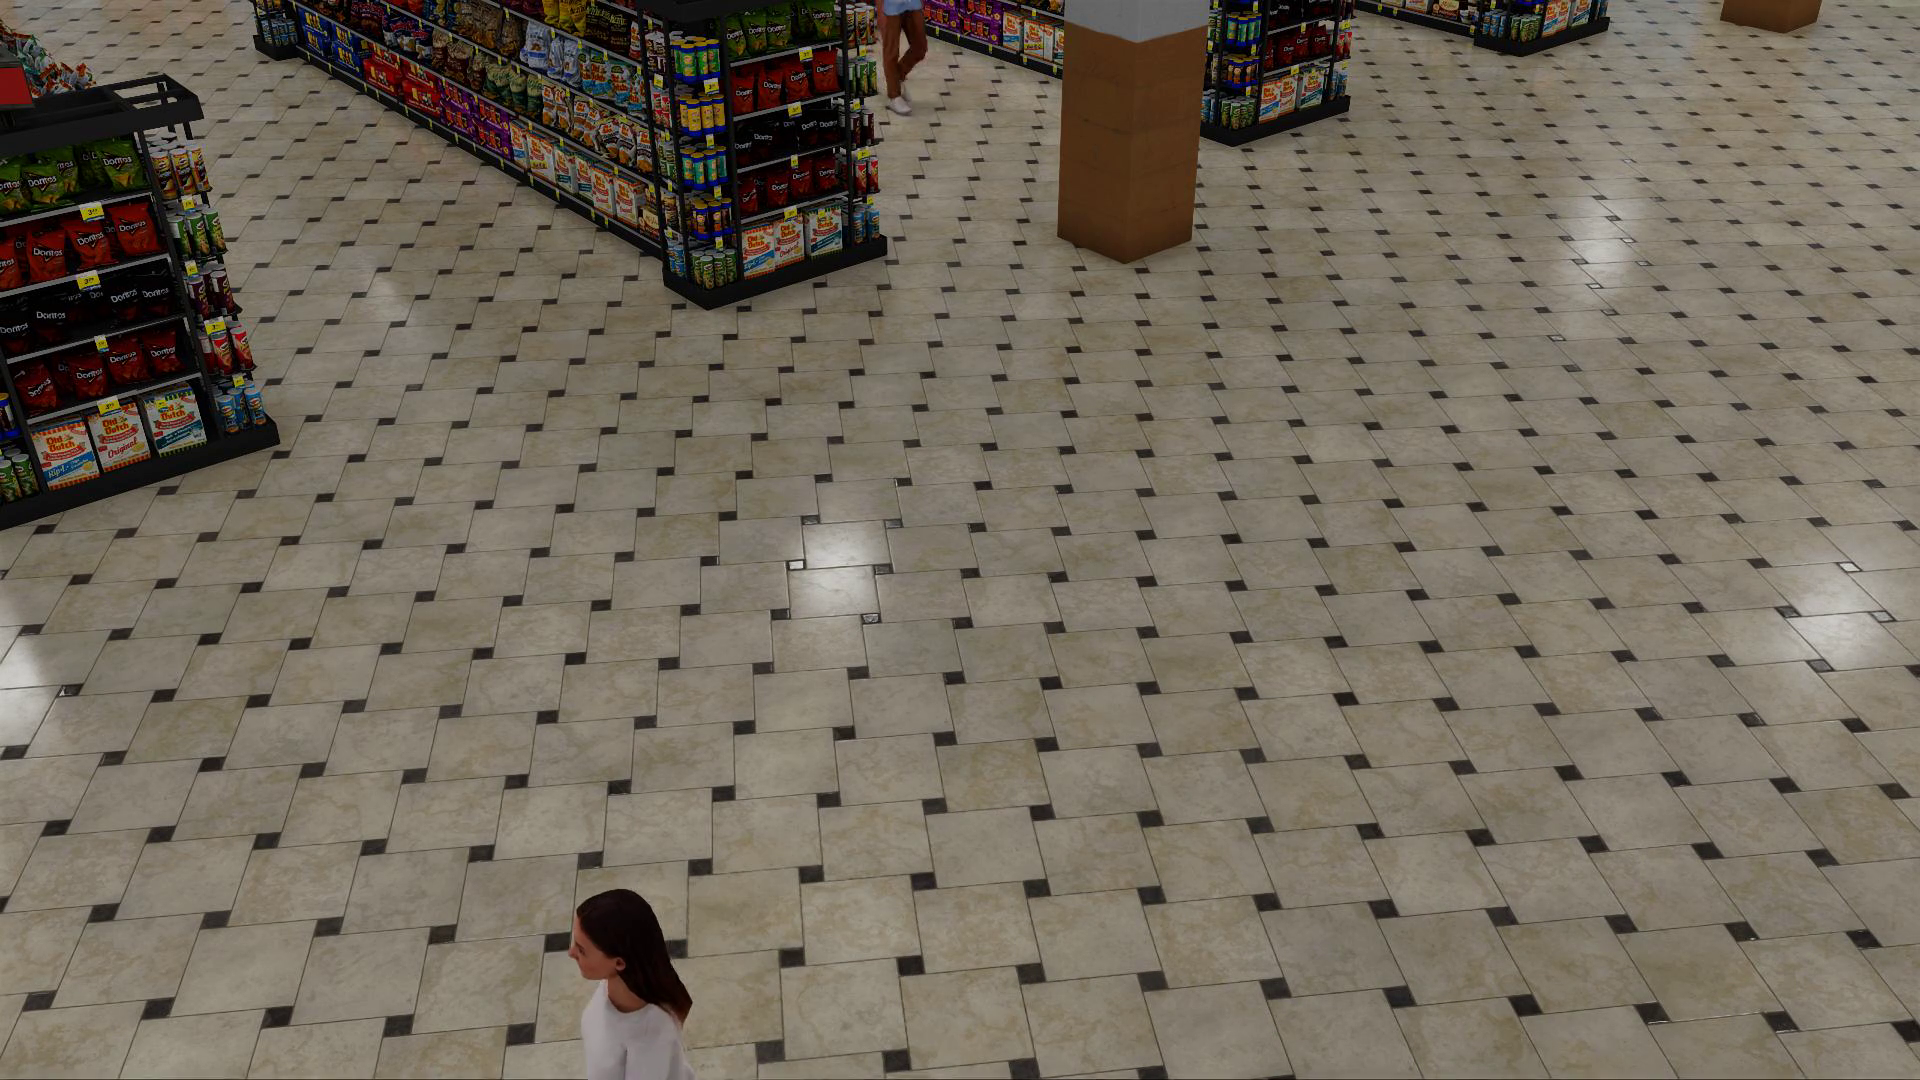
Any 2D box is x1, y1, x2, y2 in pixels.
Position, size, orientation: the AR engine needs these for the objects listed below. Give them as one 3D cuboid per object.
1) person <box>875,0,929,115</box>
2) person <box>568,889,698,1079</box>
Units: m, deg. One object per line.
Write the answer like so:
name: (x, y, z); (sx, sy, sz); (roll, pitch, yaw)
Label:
person: (-0.567, -4.622, 14.325); (0.739, 1.820, 0.743); (-19, 37, -28)
person: (-0.743, 1.587, 4.503); (0.832, 1.653, 1.014); (-14, 35, -22)
